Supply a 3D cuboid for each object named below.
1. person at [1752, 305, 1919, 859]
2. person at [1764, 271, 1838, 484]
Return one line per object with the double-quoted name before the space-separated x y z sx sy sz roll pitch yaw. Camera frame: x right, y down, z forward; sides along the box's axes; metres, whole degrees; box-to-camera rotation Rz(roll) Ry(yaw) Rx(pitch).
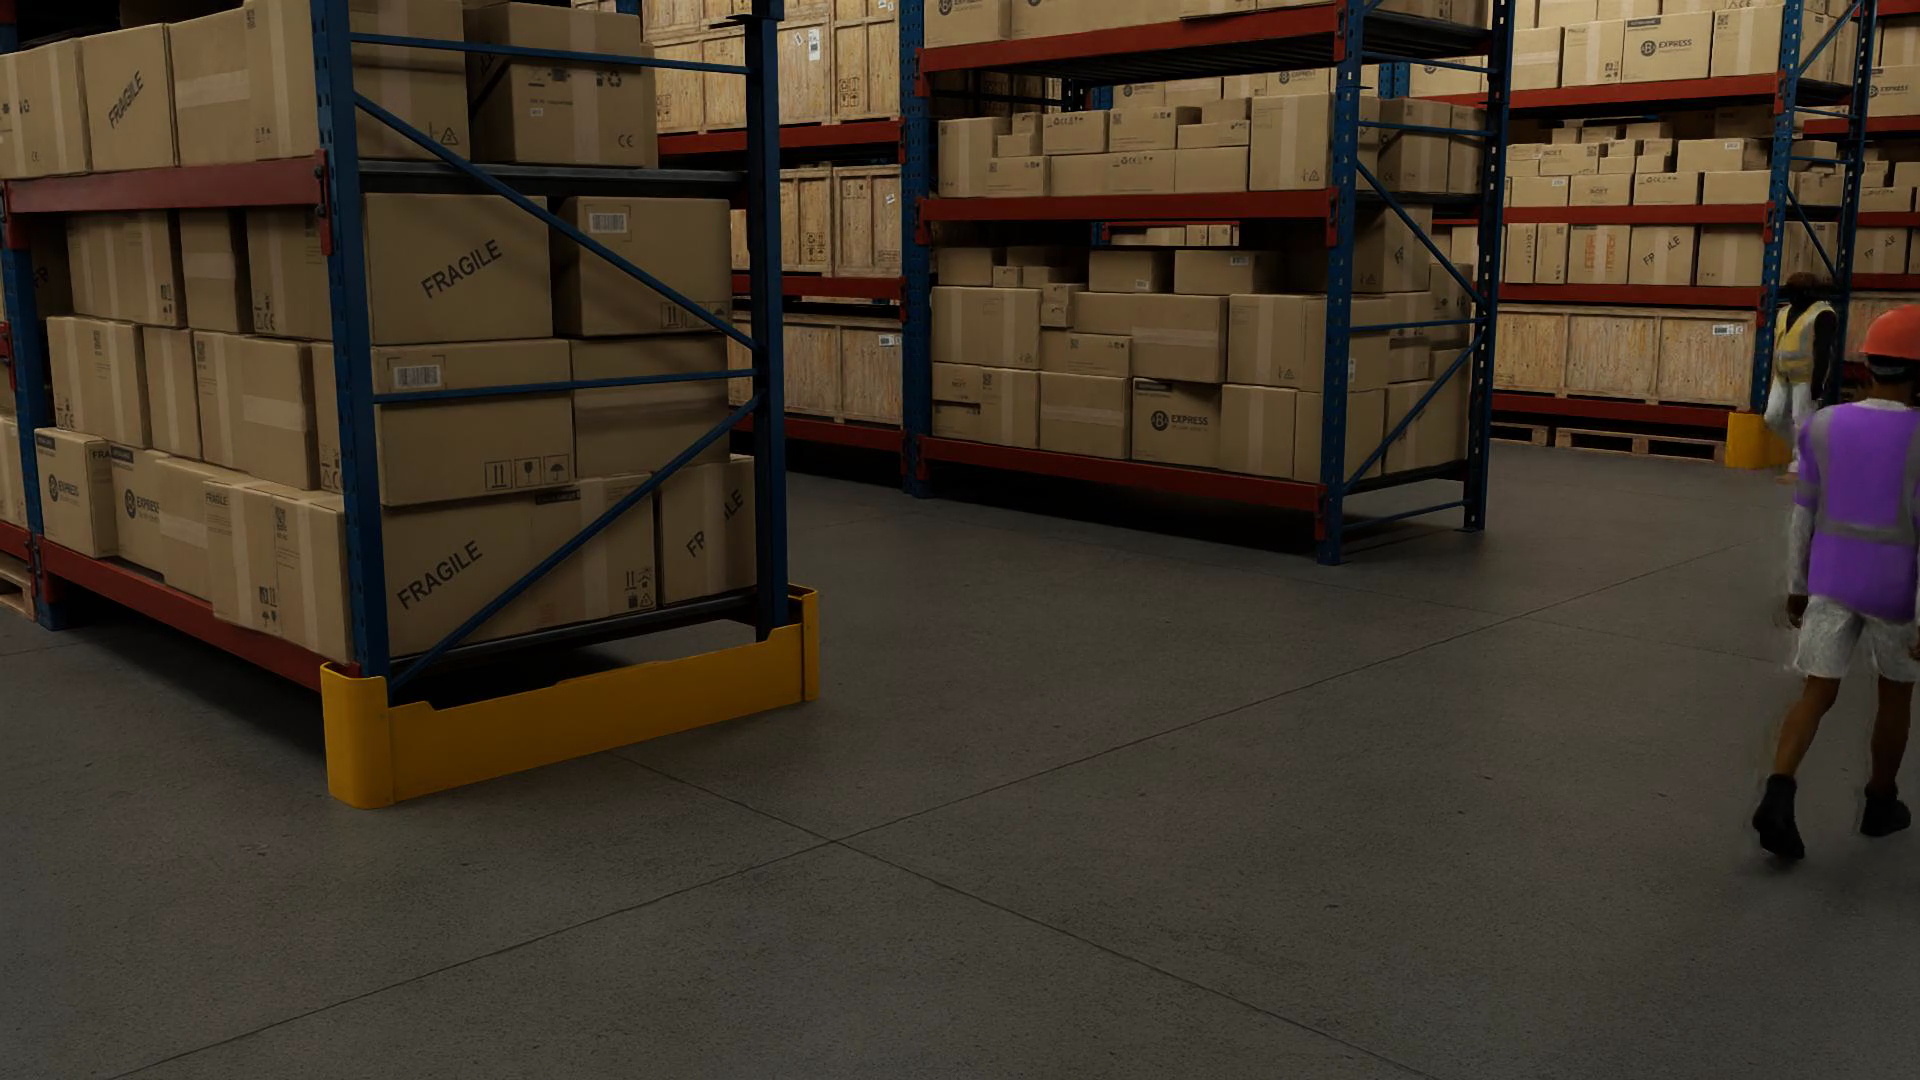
"person" 3.076 0.154 5.685 0.905 1.906 0.552 -8 13 -38
"person" 7.227 -1.386 14.294 0.463 1.831 0.641 -3 11 -15
